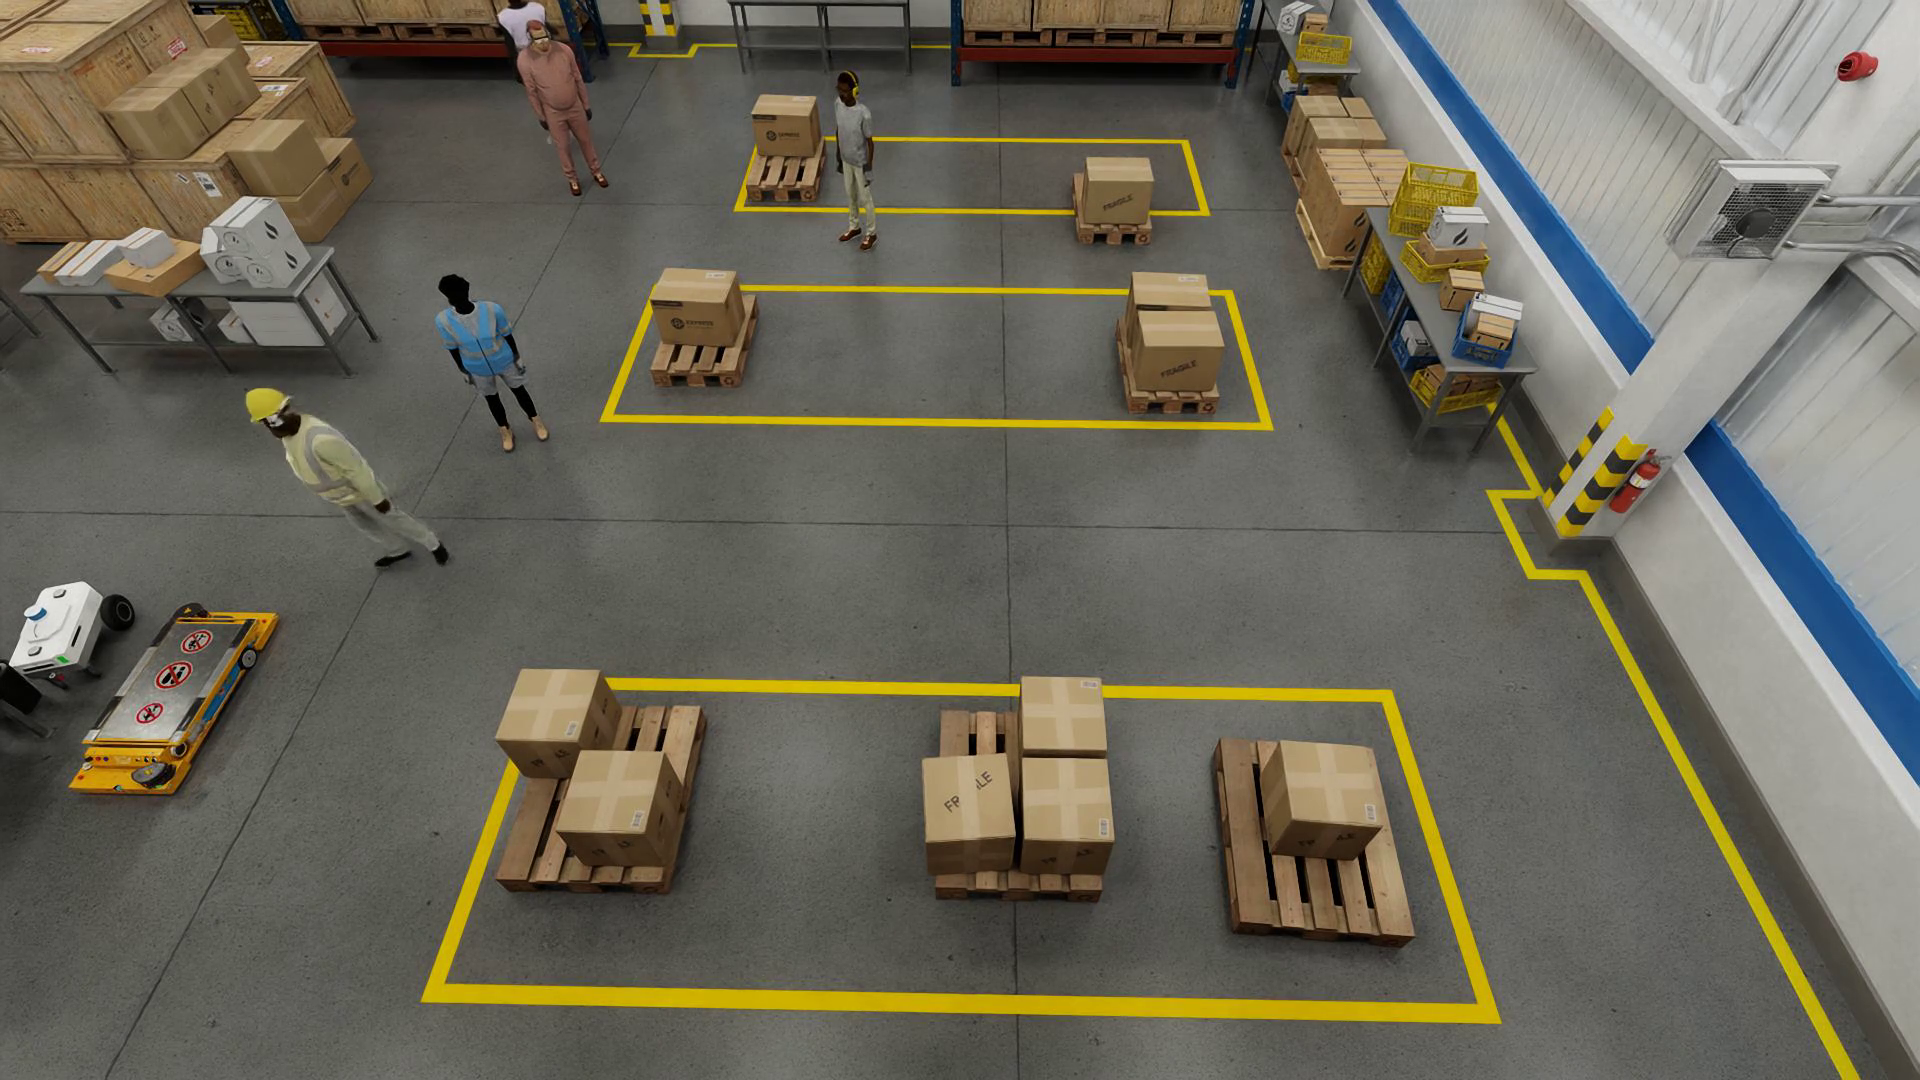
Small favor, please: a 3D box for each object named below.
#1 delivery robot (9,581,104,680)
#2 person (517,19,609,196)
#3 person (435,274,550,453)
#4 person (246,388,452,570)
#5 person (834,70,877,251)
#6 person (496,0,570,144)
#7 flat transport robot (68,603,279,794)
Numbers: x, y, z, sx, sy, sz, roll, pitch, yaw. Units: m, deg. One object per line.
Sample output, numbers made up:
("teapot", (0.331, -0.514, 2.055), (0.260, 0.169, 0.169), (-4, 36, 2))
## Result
("delivery robot", (-6.452, 0.648, 6.557), (0.477, 0.478, 0.707), (-12, 51, -10))
("person", (-4.525, -4.908, 10.447), (0.630, 1.899, 0.402), (-26, 55, -20))
("person", (-3.922, -1.472, 7.666), (0.533, 1.697, 0.318), (-21, 53, -17))
("person", (-4.435, -0.422, 6.725), (0.685, 1.788, 0.535), (24, 54, 19))
("person", (-1.123, -3.981, 9.677), (0.513, 1.873, 0.328), (30, 56, 23))
("person", (-5.217, -5.883, 11.267), (0.602, 1.921, 0.446), (-35, 58, -26))
("flat transport robot", (-5.504, 1.072, 6.442), (0.652, 0.197, 1.431), (1, 50, 1))
